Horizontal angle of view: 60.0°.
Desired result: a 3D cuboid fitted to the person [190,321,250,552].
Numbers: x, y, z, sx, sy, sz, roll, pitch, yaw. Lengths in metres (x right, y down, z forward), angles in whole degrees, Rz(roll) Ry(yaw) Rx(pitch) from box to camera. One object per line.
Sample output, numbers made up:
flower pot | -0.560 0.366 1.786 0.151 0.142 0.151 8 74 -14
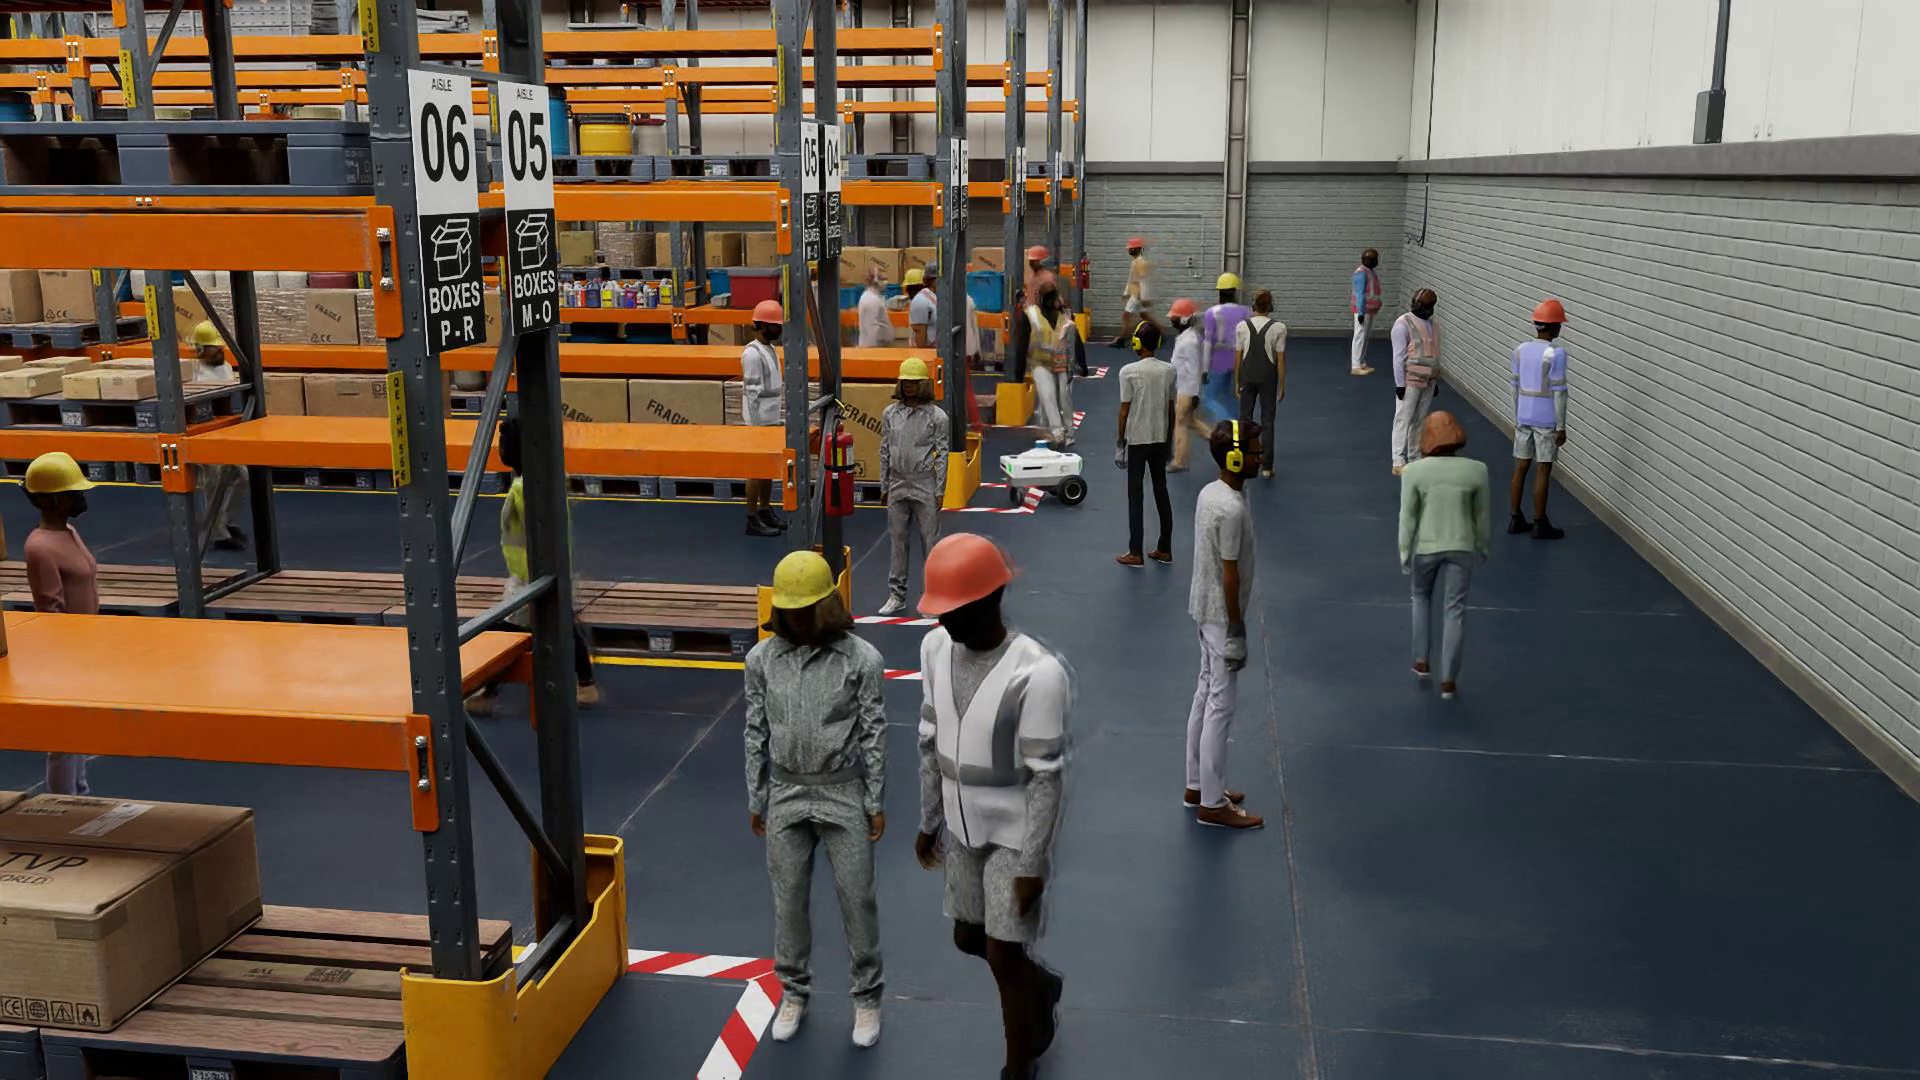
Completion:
person | -5.789 -0.797 12.975 0.430 1.818 0.628 2 13 9

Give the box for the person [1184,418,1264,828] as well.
person | 1.215 0.369 7.594 0.335 1.873 0.520 -1 13 -3

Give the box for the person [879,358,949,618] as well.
person | -0.316 -0.346 11.107 0.487 1.746 0.288 4 13 18

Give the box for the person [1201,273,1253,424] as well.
person | 2.800 -1.845 17.488 0.611 1.909 0.457 -6 14 -27

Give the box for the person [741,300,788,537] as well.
person | -1.575 -0.994 13.624 0.387 1.929 0.544 3 13 13

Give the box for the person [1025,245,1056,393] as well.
person | 1.050 -2.955 22.345 0.425 1.979 0.612 -9 15 -35

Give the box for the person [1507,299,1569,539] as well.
person | 4.722 -0.980 13.526 0.362 1.939 0.543 -6 14 -27

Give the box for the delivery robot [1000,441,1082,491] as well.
delivery robot | 0.726 -0.651 14.978 0.707 0.478 0.477 -3 13 -13

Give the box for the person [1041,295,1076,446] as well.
person | 1.070 -1.848 18.155 0.315 1.631 0.525 -10 16 -39

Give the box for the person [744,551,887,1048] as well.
person | -0.494 0.877 5.625 0.490 1.730 0.324 2 13 9

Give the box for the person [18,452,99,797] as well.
person | -3.880 0.491 7.281 0.314 1.769 0.524 -4 13 -17

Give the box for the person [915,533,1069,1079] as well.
person | 0.159 0.875 5.223 0.698 1.912 0.563 -12 17 -44

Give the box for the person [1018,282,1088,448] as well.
person | 1.009 -1.908 18.100 0.729 1.782 0.983 -5 13 -20

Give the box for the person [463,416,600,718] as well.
person | -2.400 0.156 9.043 0.872 1.644 0.545 -2 13 -8

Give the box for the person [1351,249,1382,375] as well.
person | 5.983 -3.360 24.495 0.429 1.841 0.633 6 14 27

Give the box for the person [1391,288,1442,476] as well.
person | 4.481 -1.539 16.288 0.621 1.838 0.429 -10 16 -38

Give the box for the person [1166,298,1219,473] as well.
person | 2.336 -1.518 16.413 0.664 1.736 0.582 1 13 3

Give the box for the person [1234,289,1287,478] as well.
person | 2.916 -1.519 16.196 0.504 1.839 0.341 5 14 23

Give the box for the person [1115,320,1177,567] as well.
person | 1.409 -0.725 12.576 0.502 1.859 0.338 -6 14 -25

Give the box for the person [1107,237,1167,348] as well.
person | 3.042 -4.170 28.082 1.003 1.898 0.543 0 12 2

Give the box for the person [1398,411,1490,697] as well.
person | 2.785 0.056 9.597 0.530 1.605 0.714 2 13 11
